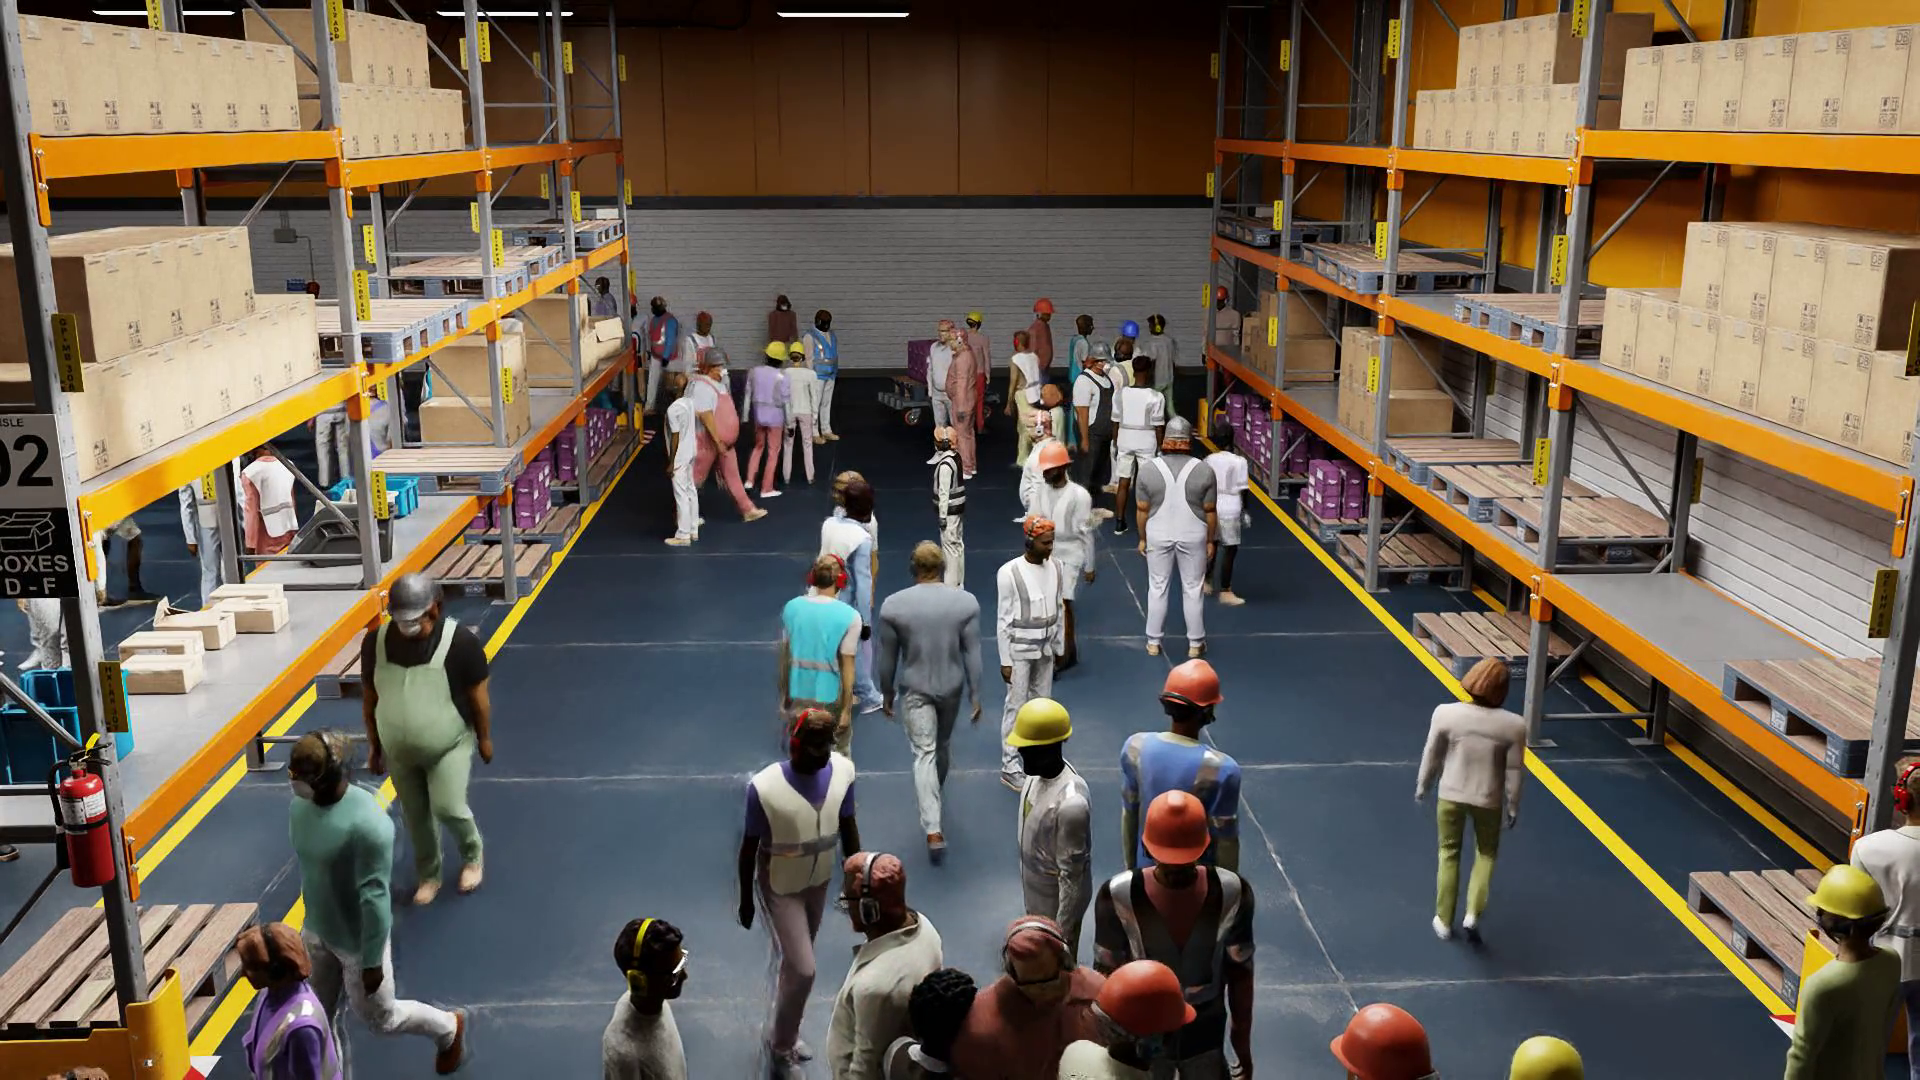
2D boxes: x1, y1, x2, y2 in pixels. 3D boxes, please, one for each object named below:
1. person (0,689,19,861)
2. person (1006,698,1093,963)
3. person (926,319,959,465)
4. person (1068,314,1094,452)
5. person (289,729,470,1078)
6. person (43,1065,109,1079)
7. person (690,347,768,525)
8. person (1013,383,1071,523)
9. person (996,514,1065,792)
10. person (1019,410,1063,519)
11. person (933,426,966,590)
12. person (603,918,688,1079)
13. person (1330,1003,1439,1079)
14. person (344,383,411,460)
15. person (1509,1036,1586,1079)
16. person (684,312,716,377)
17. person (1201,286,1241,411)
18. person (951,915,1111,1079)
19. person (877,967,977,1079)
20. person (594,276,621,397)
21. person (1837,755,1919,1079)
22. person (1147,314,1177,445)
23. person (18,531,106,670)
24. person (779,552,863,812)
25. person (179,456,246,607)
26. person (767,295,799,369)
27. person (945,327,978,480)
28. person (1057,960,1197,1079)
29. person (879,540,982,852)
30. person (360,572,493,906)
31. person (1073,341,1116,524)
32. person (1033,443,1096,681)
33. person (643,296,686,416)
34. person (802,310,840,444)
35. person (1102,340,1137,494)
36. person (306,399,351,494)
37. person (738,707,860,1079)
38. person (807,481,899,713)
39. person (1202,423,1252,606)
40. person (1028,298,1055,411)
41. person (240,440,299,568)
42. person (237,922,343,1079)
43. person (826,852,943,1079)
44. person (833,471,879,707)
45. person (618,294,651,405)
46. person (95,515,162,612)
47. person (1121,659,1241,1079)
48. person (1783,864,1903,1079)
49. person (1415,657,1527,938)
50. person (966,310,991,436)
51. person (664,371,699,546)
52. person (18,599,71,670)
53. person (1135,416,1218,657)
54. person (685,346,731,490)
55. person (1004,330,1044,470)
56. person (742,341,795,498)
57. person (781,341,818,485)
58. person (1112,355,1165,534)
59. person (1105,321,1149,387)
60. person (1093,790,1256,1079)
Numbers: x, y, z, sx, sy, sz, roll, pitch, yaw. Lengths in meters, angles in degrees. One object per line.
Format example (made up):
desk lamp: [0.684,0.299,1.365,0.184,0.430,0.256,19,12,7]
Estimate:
person: [-5.983,1.016,9.892,0.368,1.960,0.602,12,19,40]
person: [0.400,1.631,7.564,0.397,1.920,0.587,-4,15,-14]
person: [-0.171,-1.882,21.376,0.652,1.906,0.402,11,18,36]
person: [1.639,-2.116,22.416,0.326,1.843,0.515,-4,15,-15]
person: [-2.628,1.700,7.320,0.628,1.907,0.854,8,16,28]
person: [-2.661,2.390,5.174,0.392,1.620,0.537,-6,15,-22]
person: [-2.674,-1.145,18.212,0.999,2.000,0.698,4,15,15]
person: [1.060,-0.940,18.325,0.865,1.588,0.522,5,15,17]
person: [0.483,0.744,11.129,0.581,1.879,0.357,-12,19,-39]
person: [0.727,-0.226,14.900,0.398,1.898,0.645,5,15,17]
person: [-0.099,-0.257,15.549,0.313,1.634,0.514,3,15,12]
person: [-1.029,2.140,5.659,0.312,1.869,0.537,0,14,0]
person: [1.203,2.278,4.868,0.611,1.995,0.380,-11,18,-38]
person: [-5.740,-0.739,16.618,0.684,2.000,0.535,7,16,27]
person: [1.723,2.294,5.091,0.596,1.870,1.037,5,15,18]
person: [-3.443,-2.132,22.471,0.677,1.868,0.649,9,17,32]
person: [3.873,-2.800,24.837,0.607,1.987,0.411,8,16,27]
person: [0.321,2.134,5.690,0.695,1.875,0.469,-9,17,-31]
person: [-0.066,2.240,5.619,0.319,1.694,0.532,-11,18,-37]
person: [-5.663,-3.270,26.758,0.359,1.938,0.632,-4,15,-17]
person: [3.987,1.814,7.017,0.563,1.836,0.386,1,14,4]
person: [2.718,-2.116,22.447,0.599,1.836,0.652,13,19,41]
person: [-6.801,0.349,12.584,0.635,1.932,0.363,-7,16,-26]
person: [-0.922,0.996,10.333,0.577,1.797,0.885,6,16,23]
person: [-6.439,-0.100,14.385,0.398,1.909,0.600,8,16,30]
person: [-2.872,-3.213,27.230,0.576,1.575,0.810,-11,18,-36]
person: [0.012,-1.700,20.688,0.400,1.899,0.640,3,15,12]
person: [0.537,2.216,5.224,1.002,1.940,0.635,-5,15,-20]
person: [-0.178,0.947,10.341,0.636,1.885,1.065,-2,14,-8]
person: [-3.027,1.102,9.395,0.696,2.000,0.547,1,14,4]
person: [1.533,-1.203,18.442,0.535,2.000,0.681,7,16,27]
person: [0.726,0.183,13.302,0.840,1.910,0.553,-13,19,-41]
person: [-4.441,-2.796,25.184,0.622,1.800,0.955,13,19,41]
person: [-1.898,-2.264,23.015,0.430,1.838,0.619,9,17,32]
person: [1.947,-1.478,19.945,0.429,1.839,0.629,12,18,39]
person: [-7.556,-1.464,19.968,0.608,1.814,0.406,-13,19,-42]
person: [-0.737,1.630,7.776,0.604,1.809,0.573,13,20,42]
person: [-0.818,0.484,12.211,0.970,1.850,0.600,-8,16,-27]
person: [2.434,-0.239,15.397,0.344,1.672,0.588,-11,18,-37]
person: [1.136,-2.382,23.192,0.408,1.983,0.631,5,15,20]
person: [-5.859,-0.049,14.182,0.402,1.909,0.598,4,15,14]
person: [-2.415,2.151,6.094,0.314,1.631,0.526,-10,17,-33]
person: [-0.280,2.029,6.052,0.400,1.894,0.658,3,15,12]
person: [-0.806,0.363,12.729,0.430,1.837,0.553,-11,18,-37]
person: [-5.104,-2.987,26.015,0.563,1.752,0.341,-3,15,-11]
person: [-7.727,-0.319,15.193,0.650,1.927,0.723,10,17,35]
person: [1.032,1.534,7.714,0.609,2.034,0.400,11,18,37]
person: [3.252,2.052,6.224,0.525,1.762,0.339,-8,16,-28]
person: [2.756,1.411,9.054,0.569,1.613,0.331,5,15,18]
person: [0.197,-2.367,23.558,0.529,1.767,0.329,7,16,24]
person: [-2.941,-0.854,17.463,0.345,1.847,0.507,4,15,14]
person: [-7.492,0.130,13.483,0.588,1.910,0.395,4,15,14]
person: [1.808,-0.038,13.869,0.674,2.000,0.535,3,15,12]
person: [-3.035,-1.470,20.070,0.565,1.748,0.339,1,14,3]
person: [0.919,-1.721,20.959,0.789,1.811,0.599,8,16,28]
person: [-2.263,-1.409,19.589,0.701,1.879,0.414,7,16,25]
person: [-1.986,-1.547,20.364,0.521,1.758,0.349,1,14,4]
person: [1.912,-1.009,17.860,0.602,1.957,0.385,7,16,24]
person: [2.117,-1.890,21.439,0.610,1.900,1.006,0,14,1]
person: [0.809,1.893,6.321,0.614,2.029,0.409,-1,14,-2]
